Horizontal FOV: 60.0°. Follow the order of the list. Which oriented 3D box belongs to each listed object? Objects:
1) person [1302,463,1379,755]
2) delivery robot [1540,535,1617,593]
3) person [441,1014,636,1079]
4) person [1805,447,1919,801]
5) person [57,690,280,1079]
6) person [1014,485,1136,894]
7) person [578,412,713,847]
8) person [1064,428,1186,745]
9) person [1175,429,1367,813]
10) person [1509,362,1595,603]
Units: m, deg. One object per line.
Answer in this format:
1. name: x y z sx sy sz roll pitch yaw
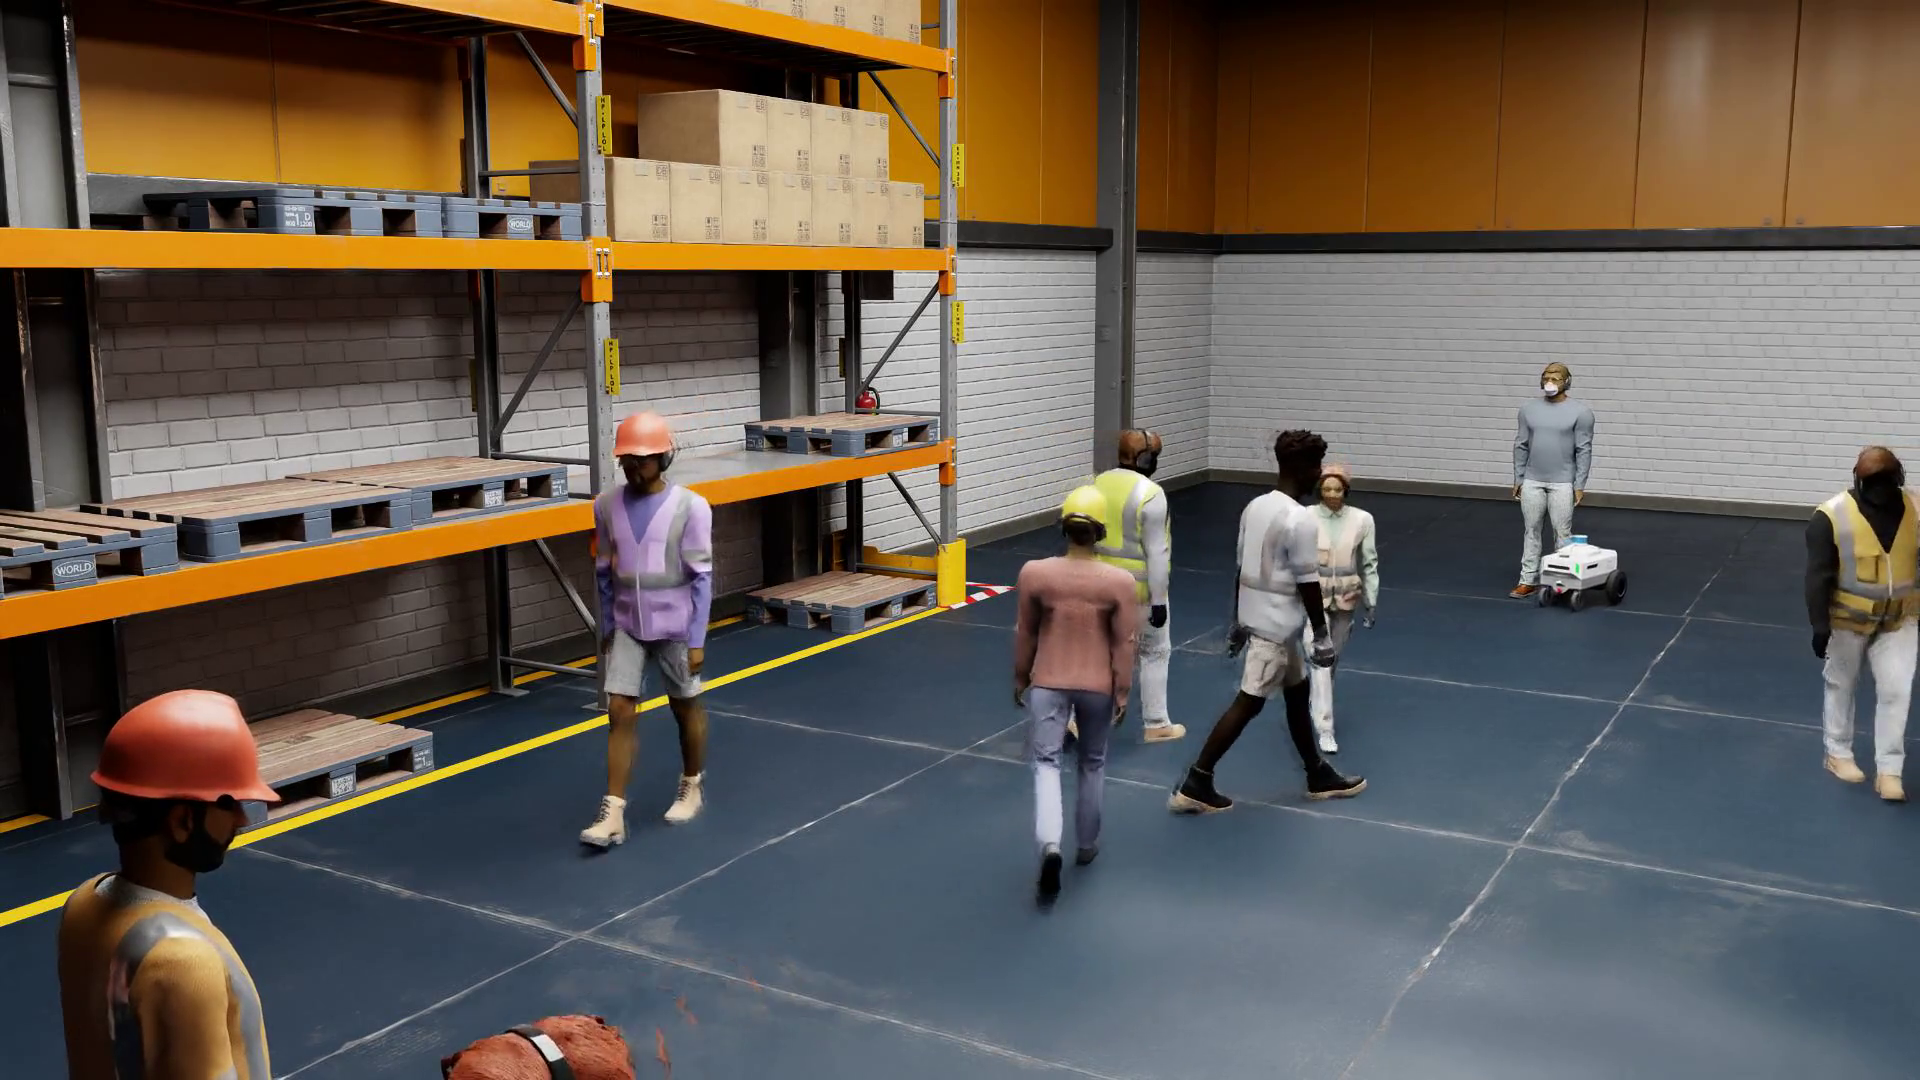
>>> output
1. person: 2.100 0.343 9.477 0.527 1.590 0.890 0 9 -1
2. delivery robot: 4.944 0.204 13.277 0.707 0.478 0.477 -9 13 -43
3. person: -0.478 1.442 1.847 0.583 1.836 0.968 8 12 41
4. person: 4.612 0.413 8.447 0.645 1.786 0.787 1 9 8
5. person: -1.359 1.218 2.974 0.543 1.928 0.371 9 13 44
6. person: 0.491 0.635 7.199 0.530 1.741 0.746 1 9 5
7. person: -1.470 0.420 7.709 0.639 2.000 0.952 3 9 16
8. person: 0.887 0.277 9.261 0.814 1.807 0.632 -6 11 -34
9. person: 1.524 0.403 8.149 1.017 1.911 0.627 -1 9 -8
10. person: 4.763 -0.463 13.432 0.630 1.940 0.372 8 12 40
